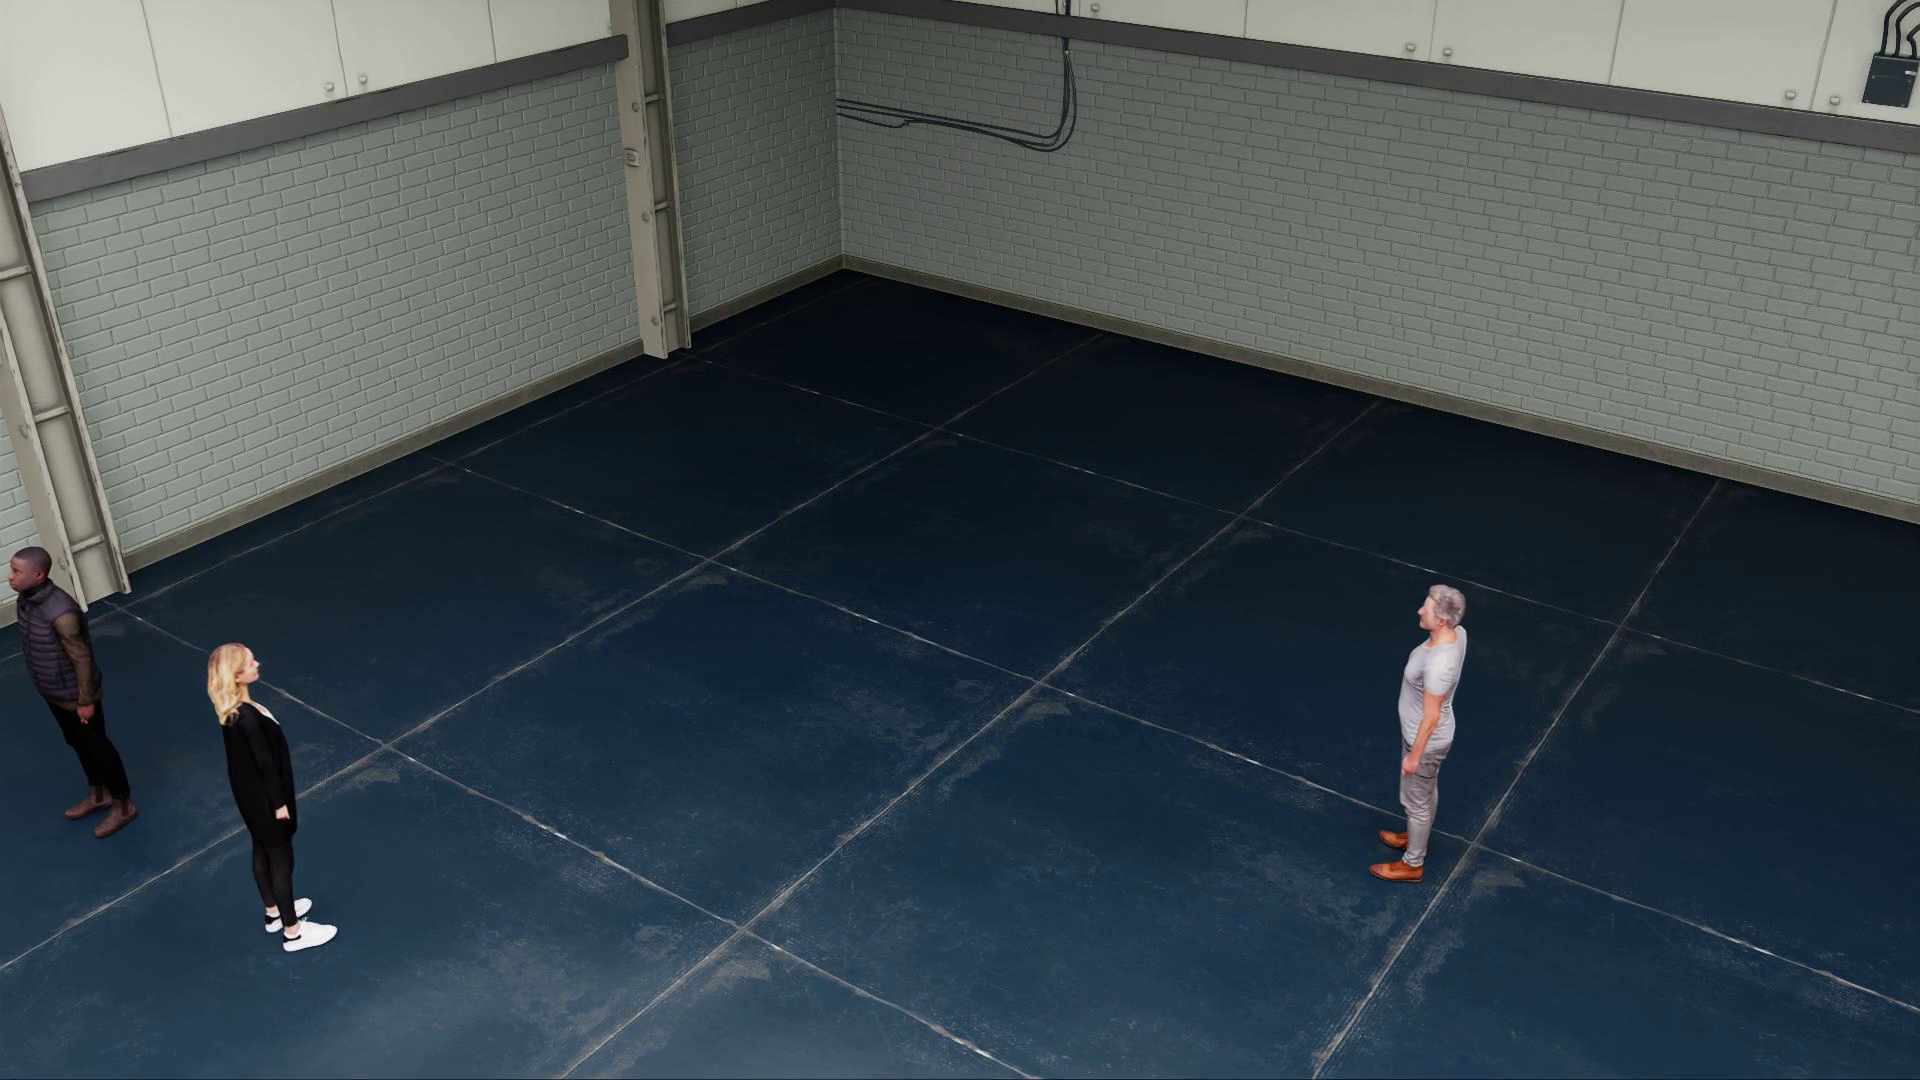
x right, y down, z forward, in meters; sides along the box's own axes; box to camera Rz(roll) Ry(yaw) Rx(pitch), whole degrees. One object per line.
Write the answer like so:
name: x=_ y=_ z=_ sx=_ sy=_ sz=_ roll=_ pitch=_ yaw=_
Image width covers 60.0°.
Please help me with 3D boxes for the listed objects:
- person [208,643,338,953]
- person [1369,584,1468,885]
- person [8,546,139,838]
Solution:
person: x=-3.616 y=1.324 z=8.599 sx=0.595 sy=1.801 sz=0.649 roll=-22 pitch=35 yaw=-35
person: x=2.557 y=1.051 z=9.080 sx=0.802 sy=1.830 sz=0.588 roll=11 pitch=30 yaw=19
person: x=-5.061 y=0.844 z=9.464 sx=0.688 sy=1.835 sz=0.557 roll=20 pitch=34 yaw=32
